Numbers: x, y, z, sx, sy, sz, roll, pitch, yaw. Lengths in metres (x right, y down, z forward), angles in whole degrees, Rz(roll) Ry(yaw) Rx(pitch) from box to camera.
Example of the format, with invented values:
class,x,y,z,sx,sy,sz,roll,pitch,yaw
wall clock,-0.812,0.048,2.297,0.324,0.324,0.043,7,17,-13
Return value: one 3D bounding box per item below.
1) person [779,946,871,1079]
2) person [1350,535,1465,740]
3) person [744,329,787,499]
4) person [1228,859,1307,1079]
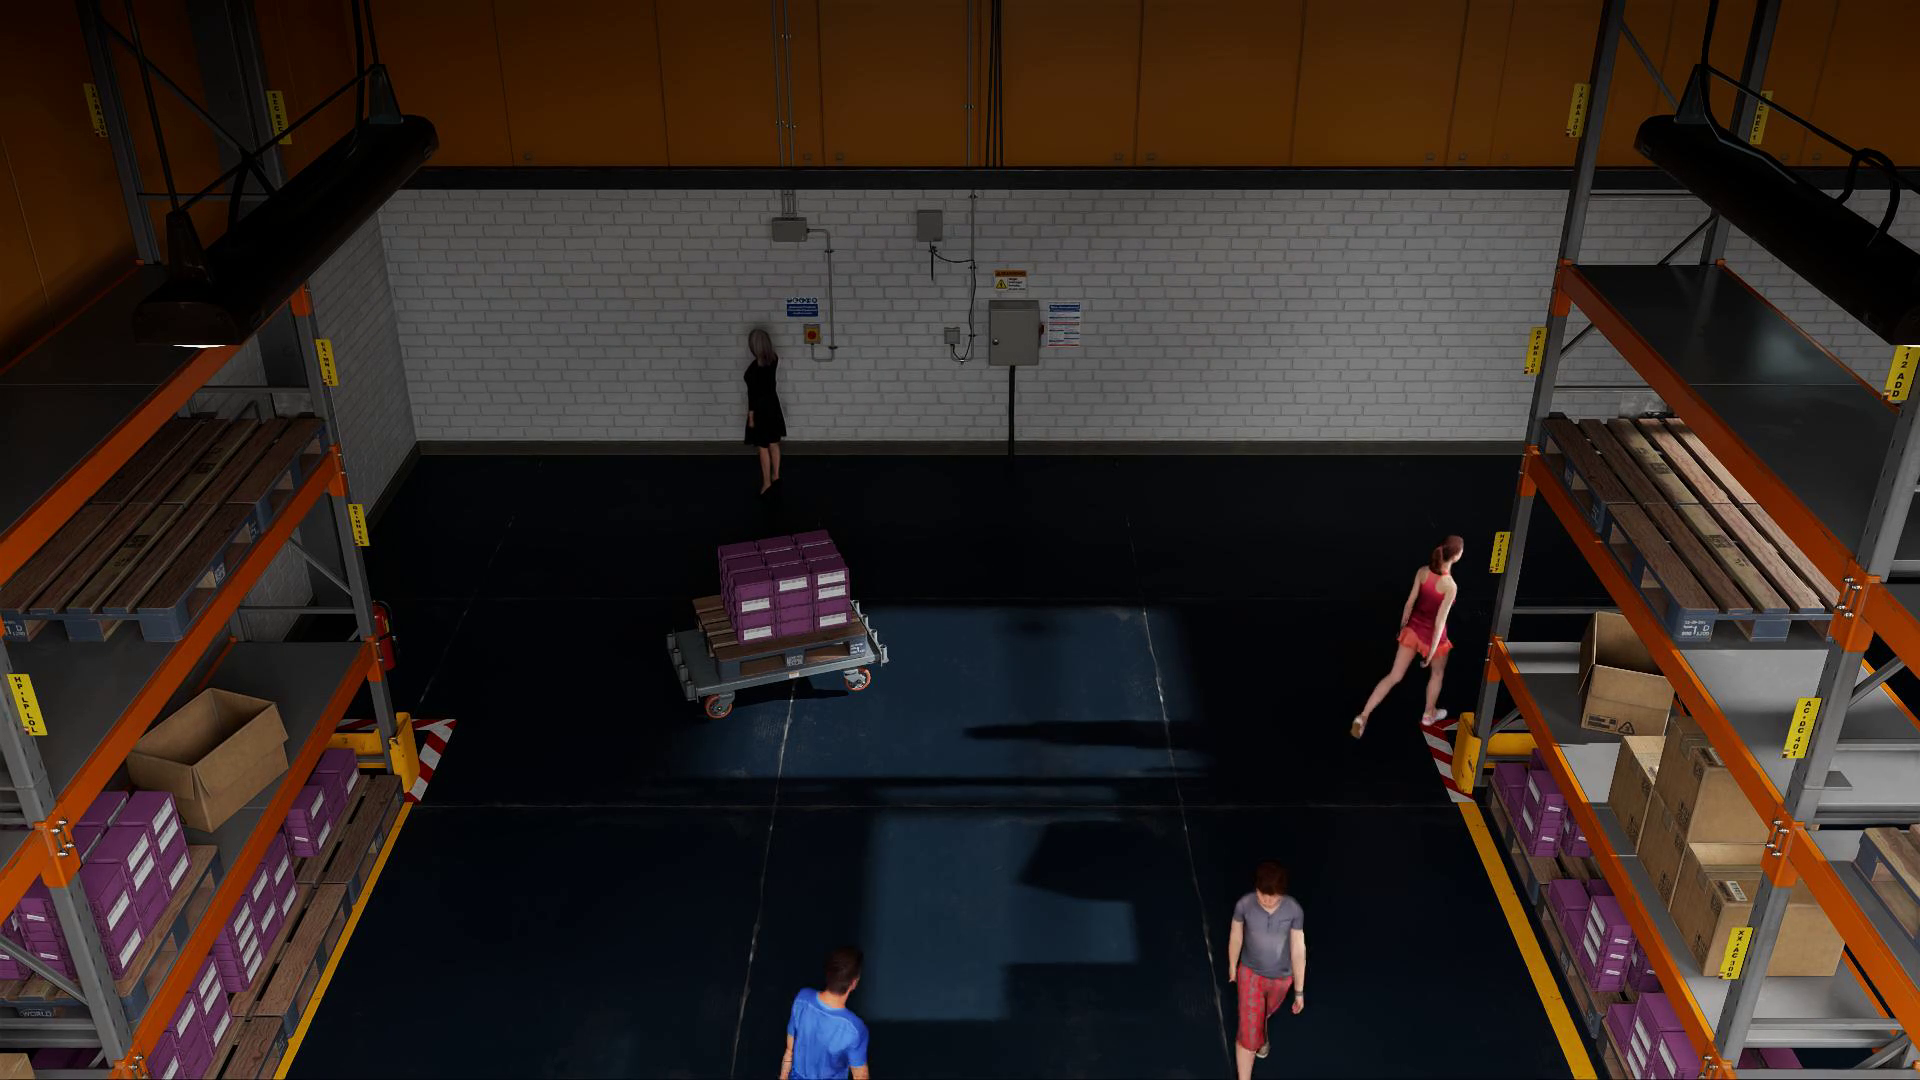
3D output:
class,x,y,z,sx,sy,sz,roll,pitch,yaw
person,-0.777,2.941,8.550,0.945,1.821,1.030,17,33,28
person,3.441,0.803,12.601,1.138,1.694,1.203,-20,34,-32
person,-1.922,-1.242,16.298,0.748,1.745,0.640,13,31,22
person,1.781,2.466,9.644,0.713,1.607,1.157,5,29,8
